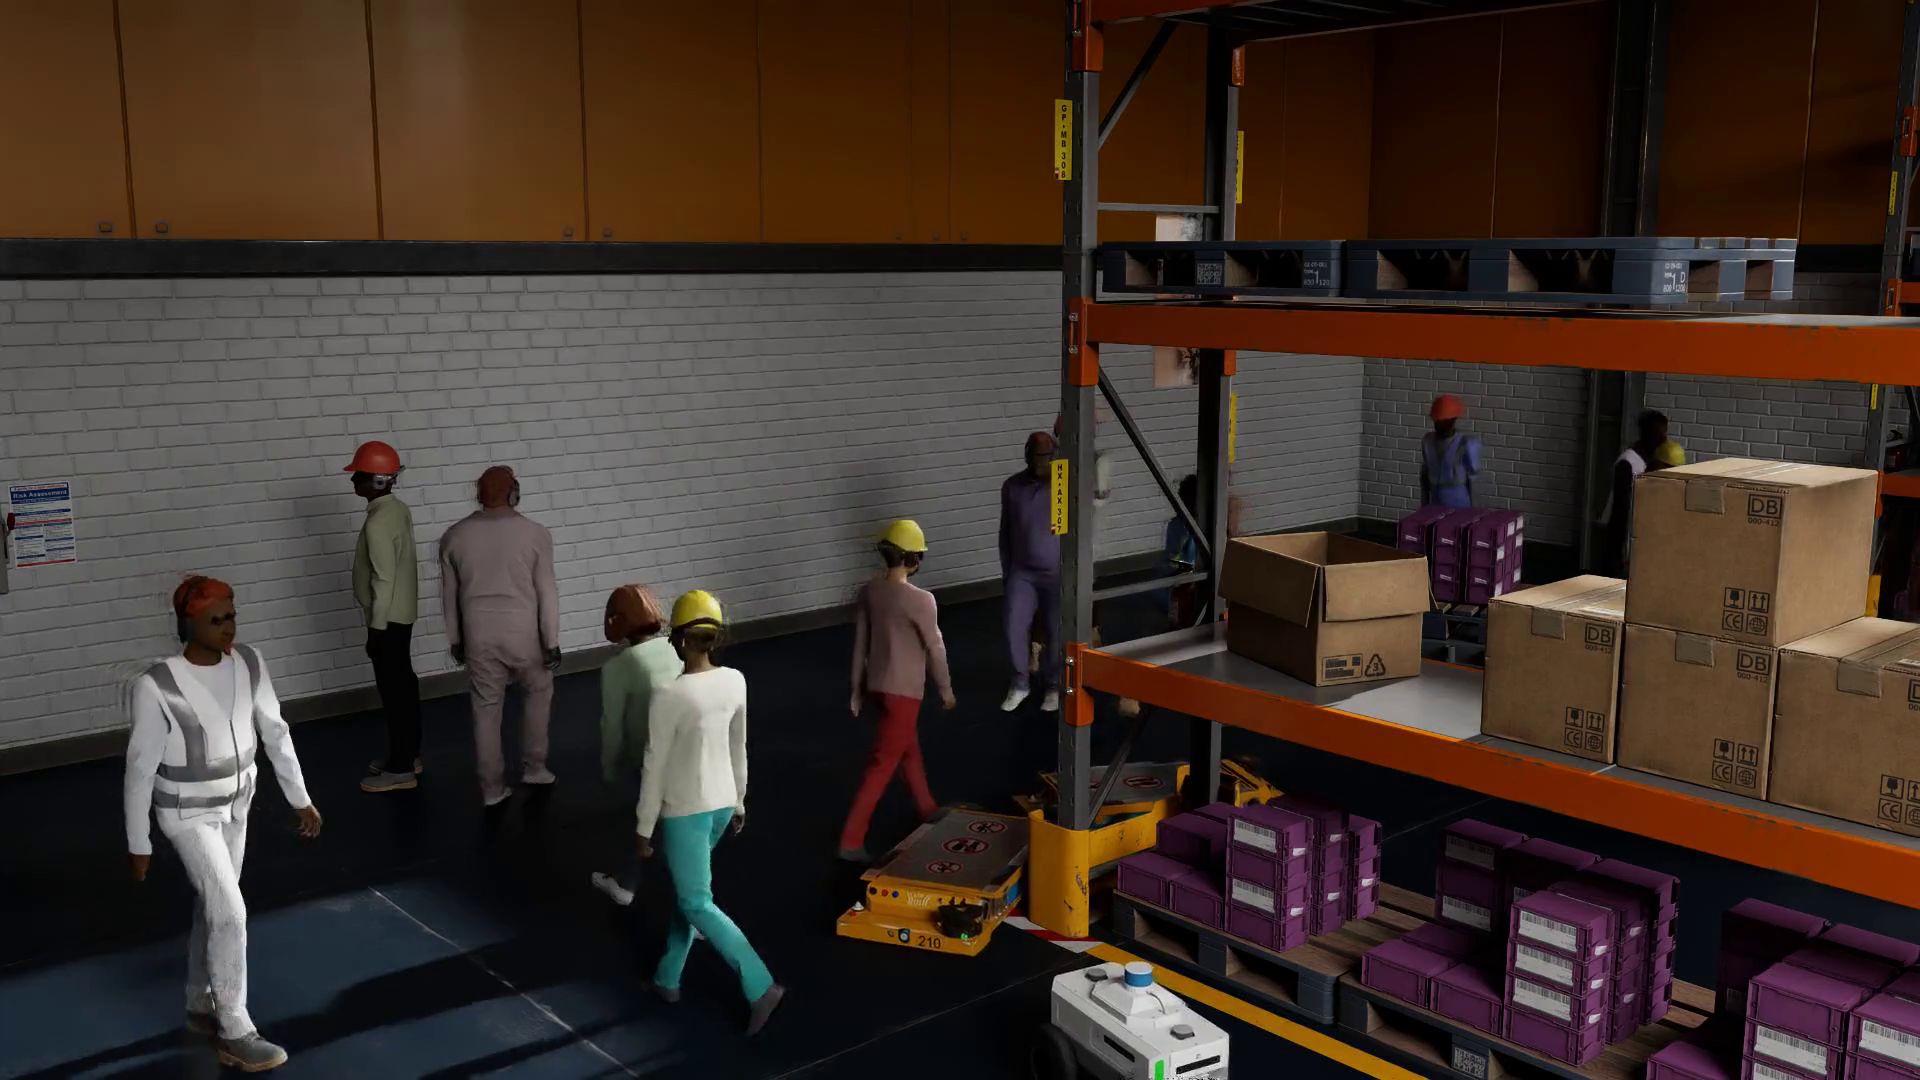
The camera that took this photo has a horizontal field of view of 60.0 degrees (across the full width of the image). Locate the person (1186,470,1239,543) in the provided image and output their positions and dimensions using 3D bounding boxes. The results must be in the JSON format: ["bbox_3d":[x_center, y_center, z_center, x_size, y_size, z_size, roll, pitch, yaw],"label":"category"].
[{"bbox_3d":[1.866,0.189,12.072,0.757,1.604,0.539,-6,11,-32],"label":"person"}]

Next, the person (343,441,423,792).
[{"bbox_3d":[-3.277,0.427,9.503,0.372,1.997,0.622,-1,10,-8],"label":"person"}]

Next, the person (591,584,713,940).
[{"bbox_3d":[-1.394,0.978,7.479,0.825,1.578,0.531,6,11,31],"label":"person"}]

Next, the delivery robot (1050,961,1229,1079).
[{"bbox_3d":[0.625,1.726,5.841,0.477,0.478,0.707,-5,11,-29],"label":"delivery robot"}]

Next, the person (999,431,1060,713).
[{"bbox_3d":[0.530,0.230,10.997,0.648,1.890,0.585,3,10,18],"label":"person"}]

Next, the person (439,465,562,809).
[{"bbox_3d":[-2.527,0.520,9.279,0.675,1.880,0.683,0,10,2],"label":"person"}]

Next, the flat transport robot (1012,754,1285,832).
[{"bbox_3d":[1.057,1.384,8.953,1.431,0.197,0.652,-3,10,-16],"label":"flat transport robot"}]

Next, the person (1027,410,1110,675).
[{"bbox_3d":[0.817,-0.033,12.281,0.651,1.984,0.971,6,11,30],"label":"person"}]

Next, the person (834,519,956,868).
[{"bbox_3d":[-0.337,0.761,8.408,0.922,1.726,0.516,-8,13,-40],"label":"person"}]

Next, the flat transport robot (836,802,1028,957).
[{"bbox_3d":[0.009,1.567,7.876,0.652,0.197,1.431,4,10,20],"label":"flat transport robot"}]

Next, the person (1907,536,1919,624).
[{"bbox_3d":[5.332,0.596,8.774,0.409,1.908,0.652,-4,10,-21],"label":"person"}]

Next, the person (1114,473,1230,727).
[{"bbox_3d":[1.400,0.395,10.694,0.780,1.660,0.531,-3,10,-19],"label":"person"}]

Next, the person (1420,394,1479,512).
[{"bbox_3d":[4.219,-0.316,14.152,0.830,1.901,0.567,-7,12,-36],"label":"person"}]

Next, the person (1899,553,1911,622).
[{"bbox_3d":[6.751,0.174,11.447,0.728,1.842,0.538,4,11,24],"label":"person"}]

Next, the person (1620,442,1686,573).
[{"bbox_3d":[5.151,0.086,12.405,0.501,1.692,0.927,-3,10,-19],"label":"person"}]

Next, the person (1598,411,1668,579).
[{"bbox_3d":[5.247,-0.069,12.826,0.595,1.854,0.943,-6,12,-33],"label":"person"}]

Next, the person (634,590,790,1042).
[{"bbox_3d":[-0.982,1.066,6.556,0.820,1.732,0.551,6,11,32],"label":"person"}]

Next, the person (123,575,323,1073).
[{"bbox_3d":[-2.745,1.053,6.255,0.762,1.856,0.607,3,10,18],"label":"person"}]
